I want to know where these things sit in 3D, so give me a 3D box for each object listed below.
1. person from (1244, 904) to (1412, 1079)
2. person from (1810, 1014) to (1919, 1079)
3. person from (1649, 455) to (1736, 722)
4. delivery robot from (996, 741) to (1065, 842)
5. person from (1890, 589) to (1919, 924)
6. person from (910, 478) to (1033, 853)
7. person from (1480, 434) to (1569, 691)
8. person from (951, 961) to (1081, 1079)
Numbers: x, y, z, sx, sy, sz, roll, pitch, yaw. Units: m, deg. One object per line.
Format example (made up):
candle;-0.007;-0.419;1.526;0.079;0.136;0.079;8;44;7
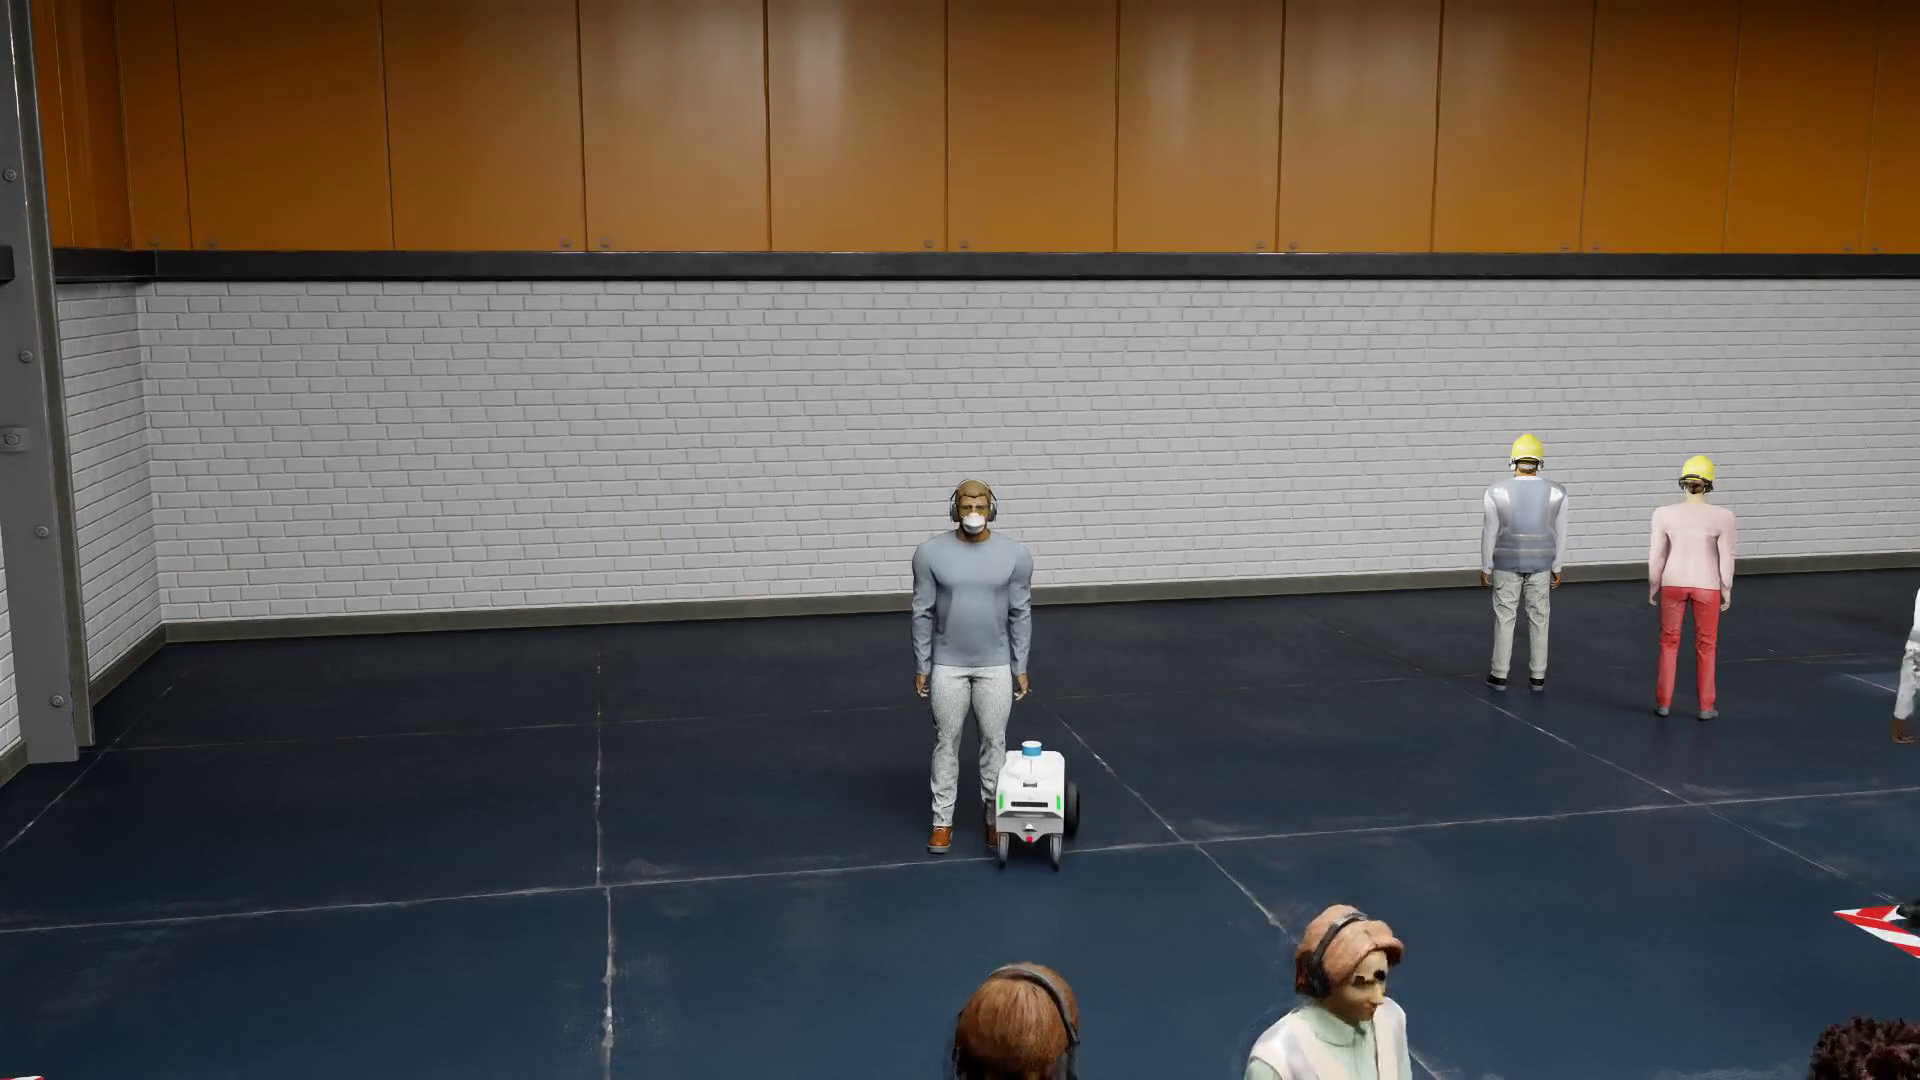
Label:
person;0.821;1.587;3.869;0.527;1.590;0.890;-9;13;-43
person;1.289;1.659;2.499;0.627;1.911;1.017;8;12;39
person;4.851;0.321;11.051;0.523;1.769;0.321;5;11;28
delivery robot;0.369;1.284;8.585;0.477;0.478;0.707;1;9;4
person;4.528;0.814;7.640;0.860;1.899;0.560;-4;10;-23
person;0.061;0.646;8.550;0.630;1.940;0.372;0;9;-2
person;3.987;0.164;11.806;0.590;1.833;0.404;1;9;5
person;0.064;1.646;2.896;0.632;1.807;0.814;2;10;13
